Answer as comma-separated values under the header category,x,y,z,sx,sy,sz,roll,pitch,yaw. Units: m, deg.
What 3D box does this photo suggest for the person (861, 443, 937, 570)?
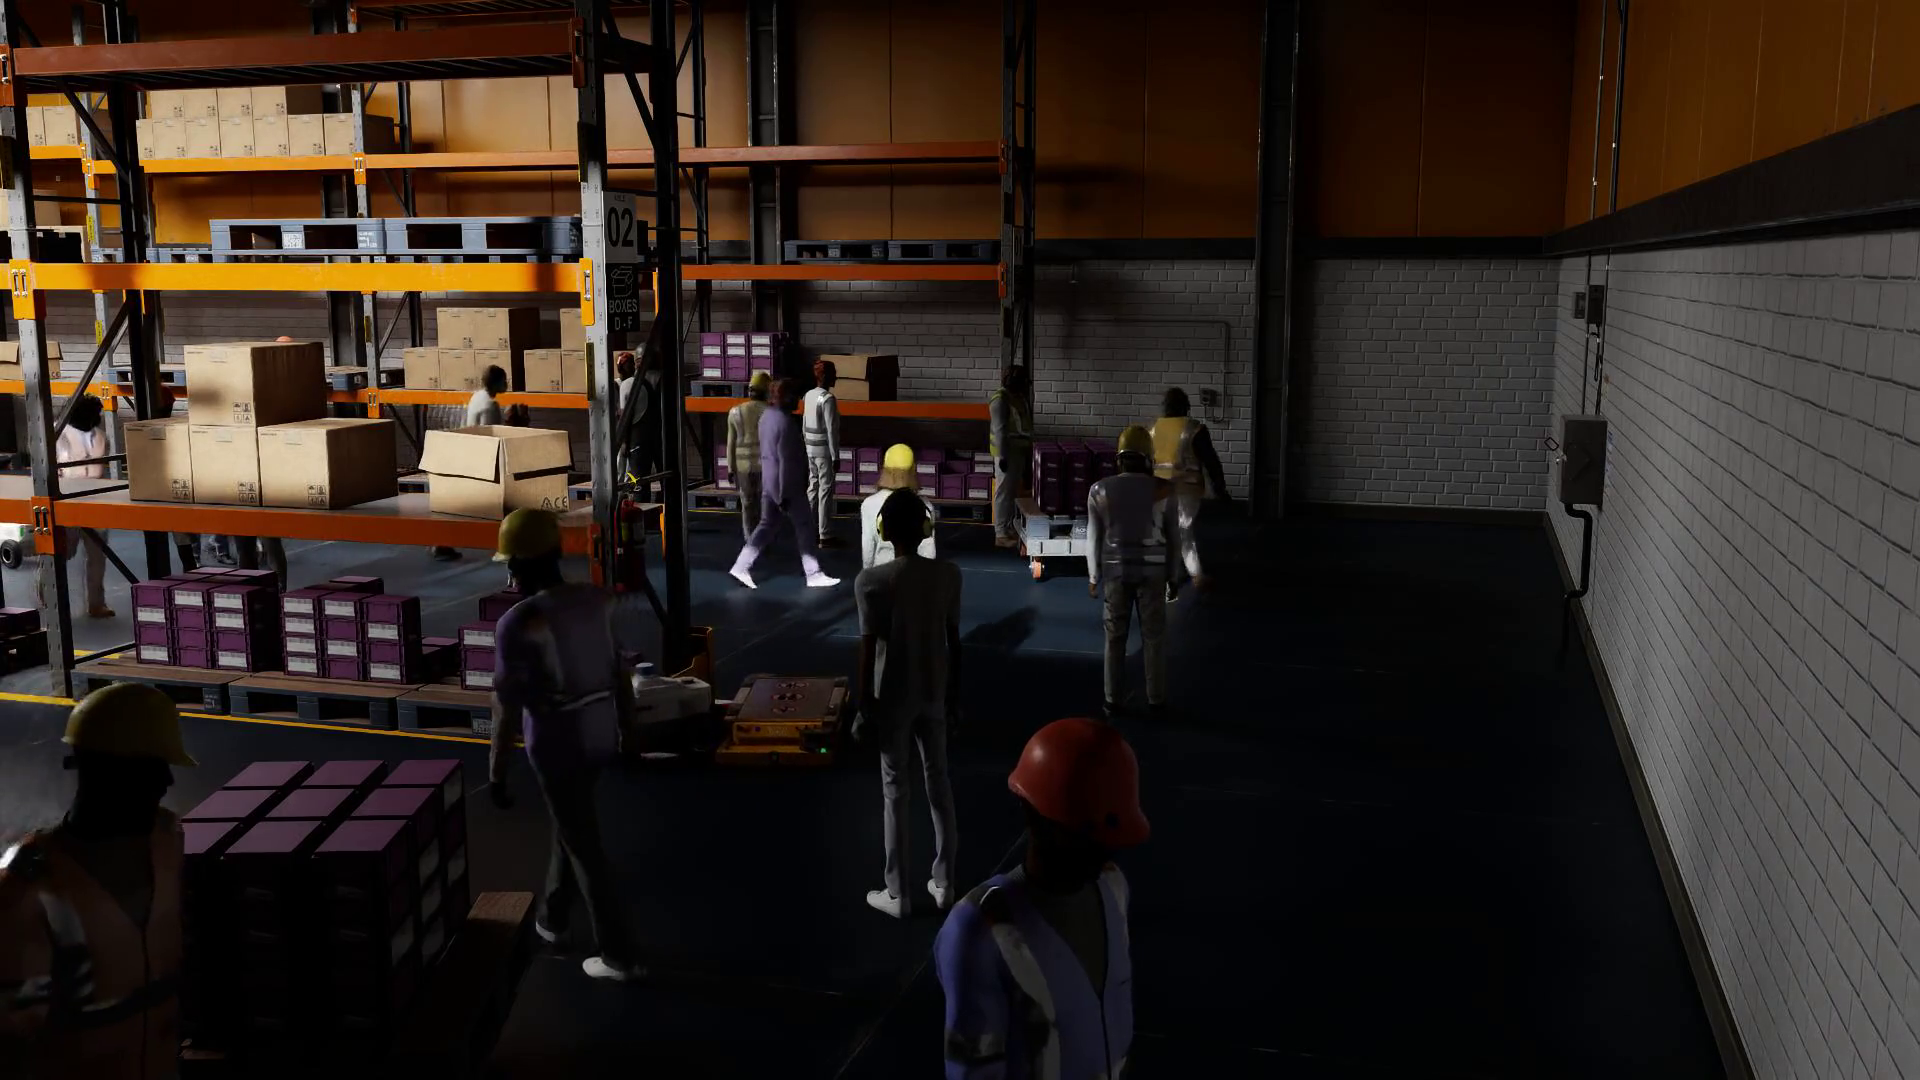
category,x,y,z,sx,sy,sz,roll,pitch,yaw
person,-0.393,0.264,10.335,0.495,1.725,0.570,3,10,16

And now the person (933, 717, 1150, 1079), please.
category,x,y,z,sx,sy,sz,roll,pitch,yaw
person,0.201,1.297,3.416,0.376,1.928,0.542,8,12,39

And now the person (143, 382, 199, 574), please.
category,x,y,z,sx,sy,sz,roll,pitch,yaw
person,-6.199,-0.274,12.989,0.542,1.928,0.375,0,9,-2

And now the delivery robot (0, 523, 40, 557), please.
category,x,y,z,sx,sy,sz,roll,pitch,yaw
delivery robot,-8.935,-0.088,15.748,0.707,0.478,0.477,5,11,30

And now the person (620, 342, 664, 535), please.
category,x,y,z,sx,sy,sz,roll,pitch,yaw
person,-3.281,-1.081,17.568,0.674,2.000,0.535,-5,11,-28

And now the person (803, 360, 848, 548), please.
category,x,y,z,sx,sy,sz,roll,pitch,yaw
person,-1.374,-0.863,16.716,0.337,1.882,0.584,-6,11,-32

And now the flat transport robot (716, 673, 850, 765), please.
category,x,y,z,sx,sy,sz,roll,pitch,yaw
flat transport robot,-1.031,1.051,9.952,0.652,0.197,1.431,0,9,0

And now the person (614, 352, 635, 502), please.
category,x,y,z,sx,sy,sz,roll,pitch,yaw
person,-3.652,-1.112,18.239,0.356,1.883,0.573,4,10,22

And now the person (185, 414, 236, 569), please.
category,x,y,z,sx,sy,sz,roll,pitch,yaw
person,-7.035,-0.616,15.566,0.529,1.767,0.329,-9,13,-43

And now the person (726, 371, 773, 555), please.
category,x,y,z,sx,sy,sz,roll,pitch,yaw
person,-1.962,-0.729,16.122,0.614,1.809,0.680,-1,9,-3

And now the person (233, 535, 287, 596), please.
category,x,y,z,sx,sy,sz,roll,pitch,yaw
person,-5.658,-0.333,13.314,0.632,1.940,0.368,2,9,10

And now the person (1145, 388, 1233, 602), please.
category,x,y,z,sx,sy,sz,roll,pitch,yaw
person,1.889,-0.392,14.154,0.971,1.790,0.697,-8,12,-41

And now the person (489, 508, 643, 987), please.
category,x,y,z,sx,sy,sz,roll,pitch,yaw
person,-1.623,0.803,6.551,0.906,1.880,0.613,6,11,32

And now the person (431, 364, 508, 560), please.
category,x,y,z,sx,sy,sz,roll,pitch,yaw
person,-4.643,-0.749,16.060,1.042,1.883,0.671,-4,10,-21

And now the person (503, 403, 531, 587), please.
category,x,y,z,sx,sy,sz,roll,pitch,yaw
person,-3.834,-0.371,14.452,0.310,1.642,0.514,-4,10,-21

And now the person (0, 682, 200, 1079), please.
category,x,y,z,sx,sy,sz,roll,pitch,yaw
person,-2.024,1.259,3.896,1.033,1.856,0.651,3,10,20

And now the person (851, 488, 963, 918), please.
category,x,y,z,sx,sy,sz,roll,pitch,yaw
person,-0.231,0.707,7.209,0.520,1.865,0.335,-4,10,-24

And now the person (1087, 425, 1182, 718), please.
category,x,y,z,sx,sy,sz,roll,pitch,yaw
person,1.086,0.200,10.383,0.586,1.835,0.404,1,9,9

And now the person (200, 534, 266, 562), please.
category,x,y,z,sx,sy,sz,roll,pitch,yaw
person,-6.992,-0.729,15.924,0.993,1.869,0.641,7,11,35

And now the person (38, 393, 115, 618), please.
category,x,y,z,sx,sy,sz,roll,pitch,yaw
person,-7.158,-0.288,13.456,0.756,1.806,0.636,5,11,30

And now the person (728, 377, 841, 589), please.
category,x,y,z,sx,sy,sz,roll,pitch,yaw
person,-1.565,-0.486,14.480,0.943,1.869,0.644,-5,11,-29

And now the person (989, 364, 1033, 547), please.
category,x,y,z,sx,sy,sz,roll,pitch,yaw
person,0.524,-0.856,16.821,0.430,1.839,0.619,3,10,20

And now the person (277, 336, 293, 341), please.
category,x,y,z,sx,sy,sz,roll,pitch,yaw
person,-7.940,-1.415,19.733,0.611,1.997,0.375,-4,10,-25

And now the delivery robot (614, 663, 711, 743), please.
category,x,y,z,sx,sy,sz,roll,pitch,yaw
delivery robot,-1.789,0.943,9.464,0.707,0.478,0.477,-6,11,-33
